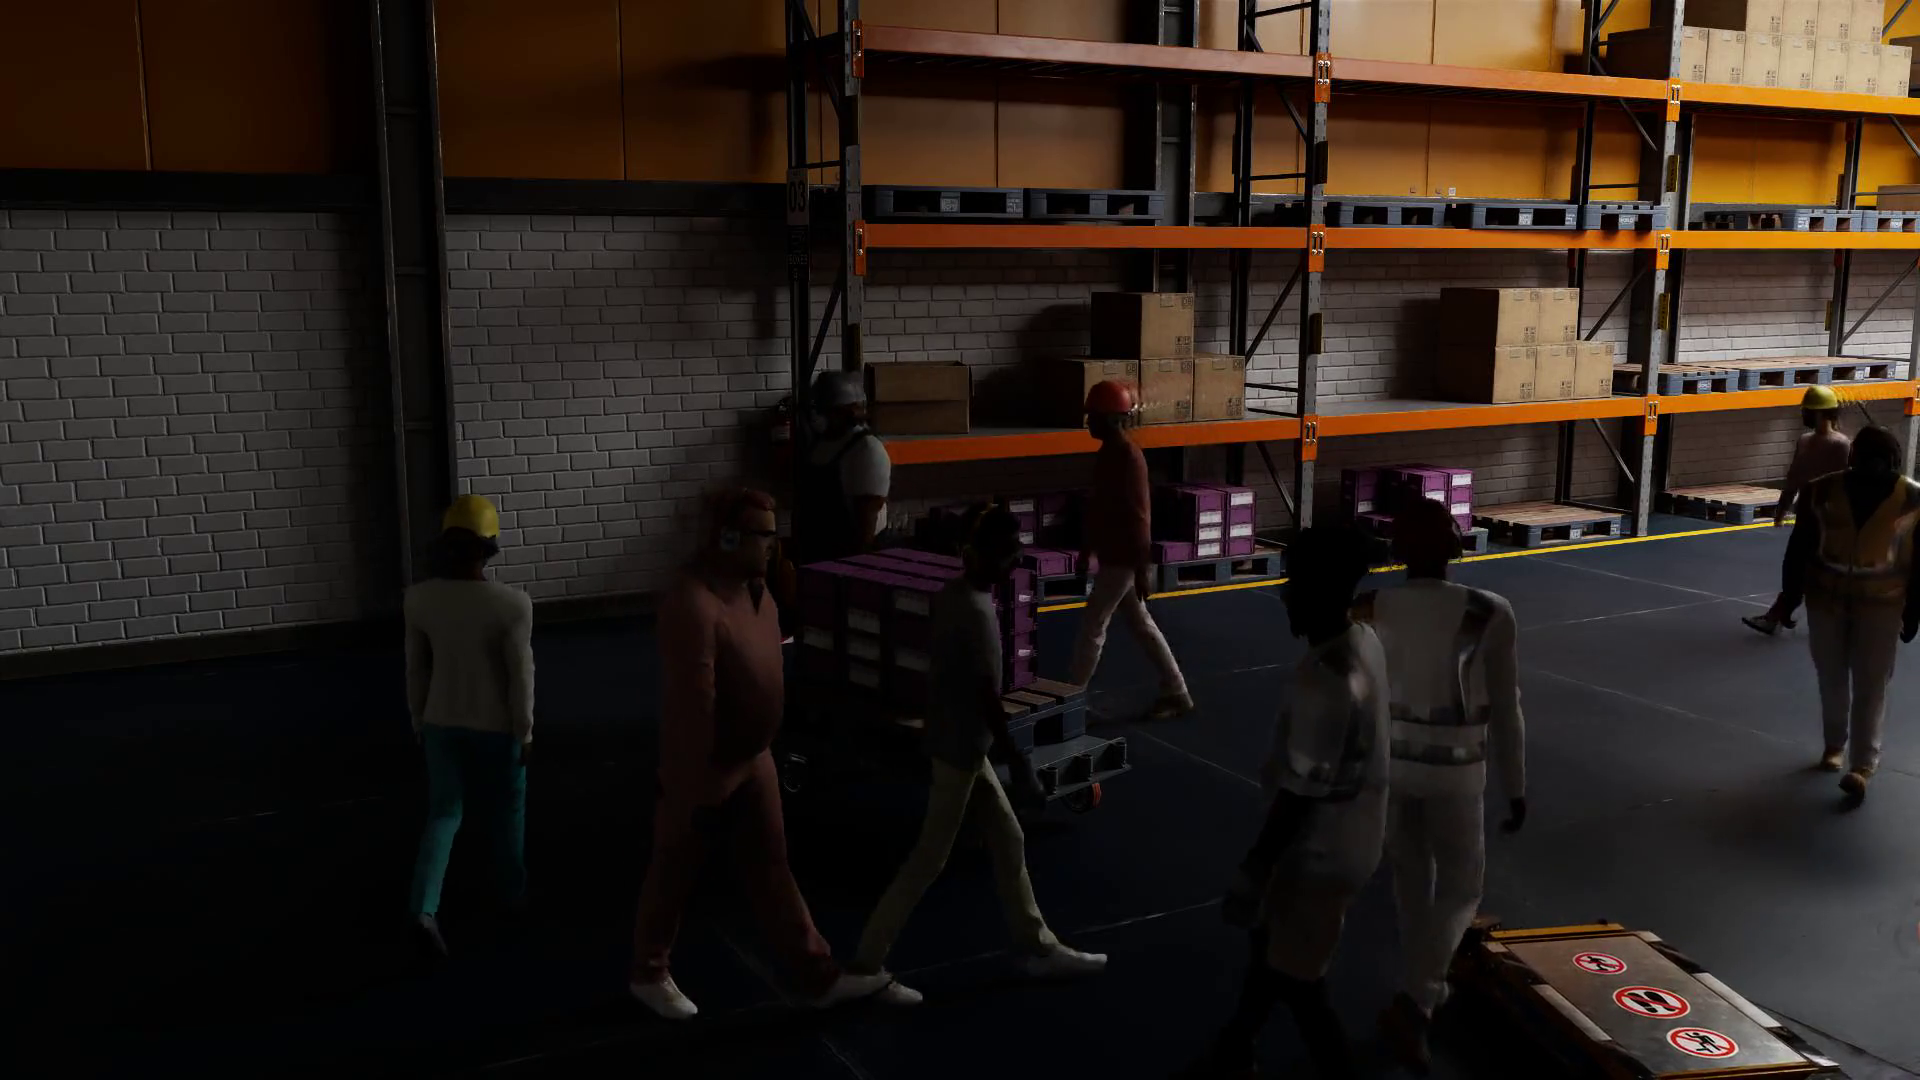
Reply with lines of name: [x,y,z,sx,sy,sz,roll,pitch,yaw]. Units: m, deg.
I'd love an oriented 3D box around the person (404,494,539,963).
person: [-1.878,0.696,6.310,0.531,1.736,0.805,1,10,6]

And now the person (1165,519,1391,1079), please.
person: [0.954,0.869,4.810,0.702,1.910,0.684,4,10,20]

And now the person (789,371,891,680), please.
person: [-0.623,0.018,9.341,0.987,2.000,0.686,-8,12,-38]

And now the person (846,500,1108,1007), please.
person: [0.024,0.750,5.818,0.978,1.810,0.495,0,10,-3]

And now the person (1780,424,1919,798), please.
person: [4.397,0.334,8.205,0.629,1.797,0.885,8,12,38]

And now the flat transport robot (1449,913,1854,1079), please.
flat transport robot: [2.215,1.573,5.475,0.652,0.197,1.431,-2,10,-9]

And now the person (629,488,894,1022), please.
person: [-0.724,0.751,5.628,0.975,1.851,0.684,4,11,21]

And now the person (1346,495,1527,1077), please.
person: [1.505,0.791,5.428,0.624,1.860,0.737,6,12,33]

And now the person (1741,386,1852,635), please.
person: [5.786,-0.189,11.416,0.878,1.719,0.552,0,10,-2]

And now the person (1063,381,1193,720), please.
person: [0.872,0.081,9.265,1.024,1.944,0.640,-1,10,-8]
